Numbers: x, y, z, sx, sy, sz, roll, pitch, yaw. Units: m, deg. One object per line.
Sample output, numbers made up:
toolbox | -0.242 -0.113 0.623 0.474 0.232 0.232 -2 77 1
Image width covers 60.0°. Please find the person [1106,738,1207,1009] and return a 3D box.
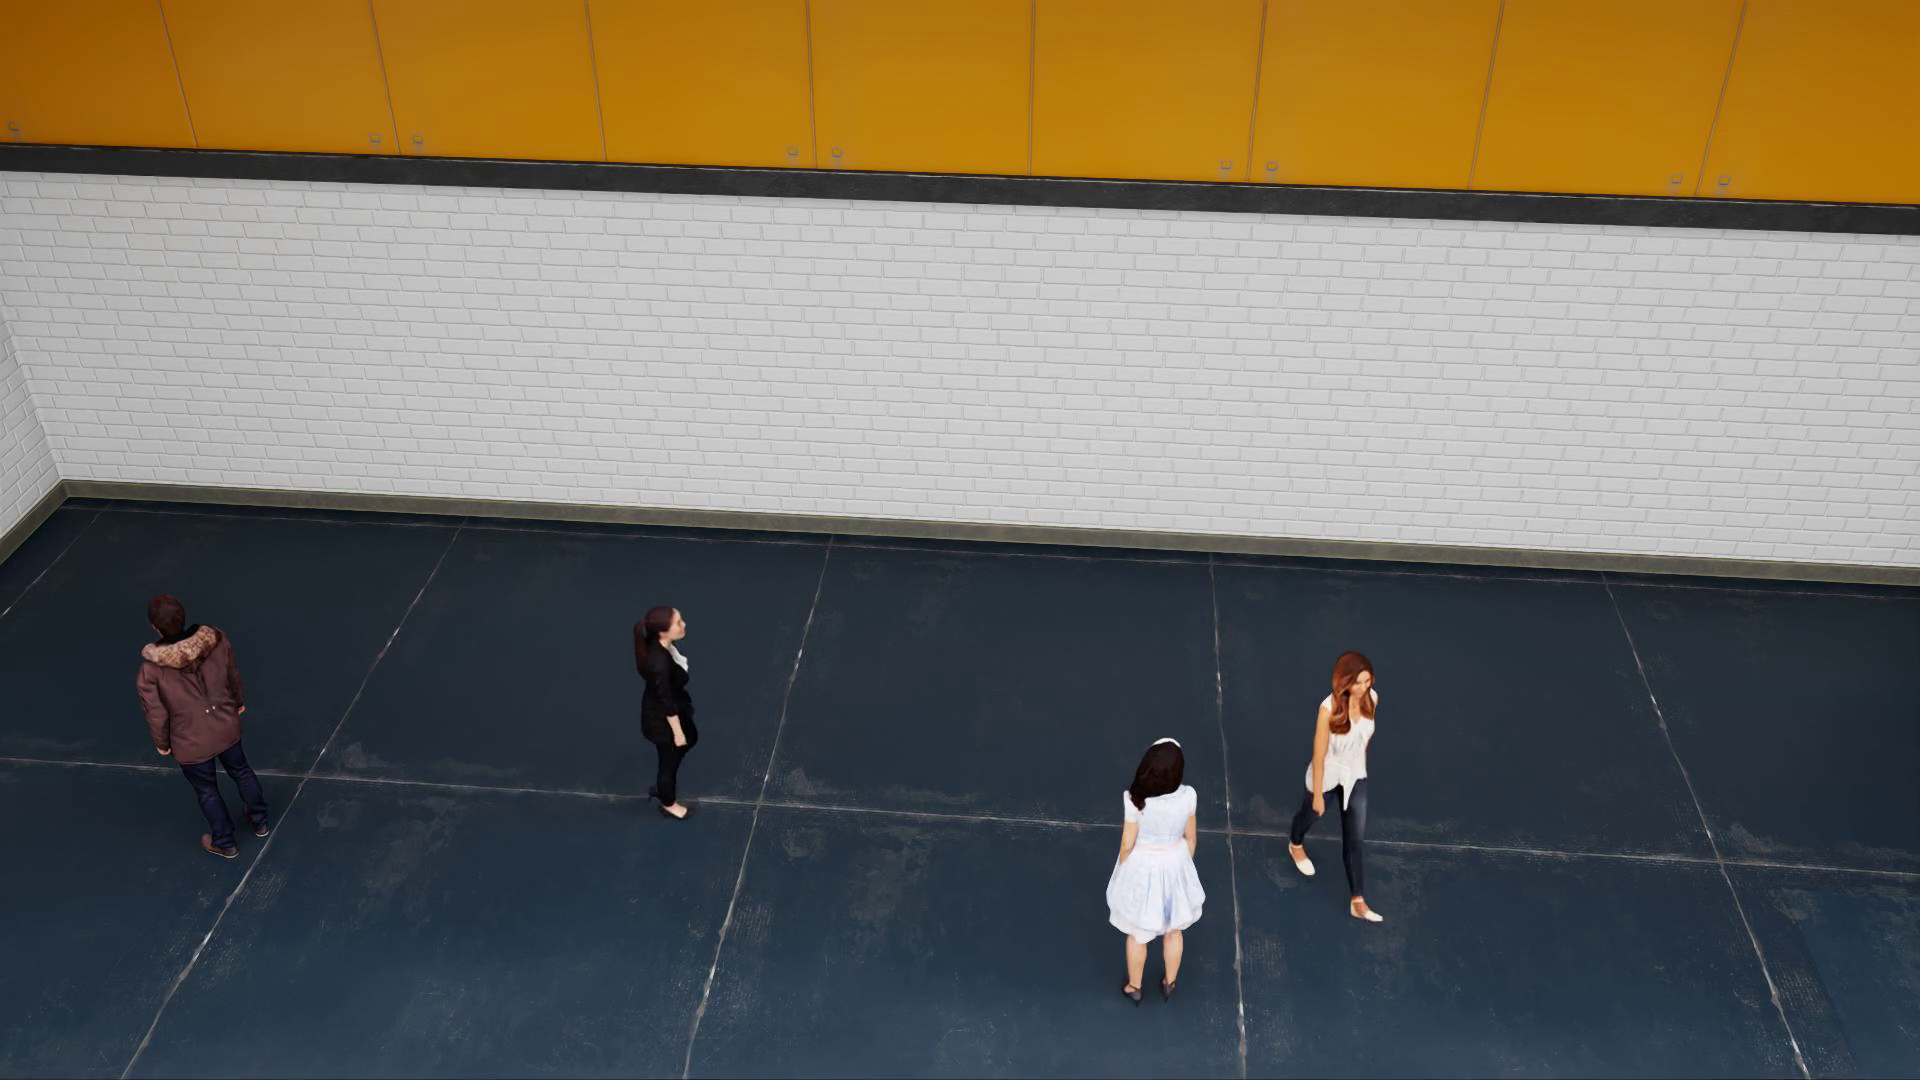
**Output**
person | 1.045 1.796 8.887 0.755 1.815 0.781 -3 34 -5

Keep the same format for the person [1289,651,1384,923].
person | 2.122 1.332 9.649 0.958 1.744 1.167 -14 36 -20

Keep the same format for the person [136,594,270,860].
person | -4.505 1.105 9.898 0.937 1.847 0.826 22 40 30

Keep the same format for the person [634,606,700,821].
person | -1.872 1.094 10.097 0.761 1.645 0.630 -8 34 -12
